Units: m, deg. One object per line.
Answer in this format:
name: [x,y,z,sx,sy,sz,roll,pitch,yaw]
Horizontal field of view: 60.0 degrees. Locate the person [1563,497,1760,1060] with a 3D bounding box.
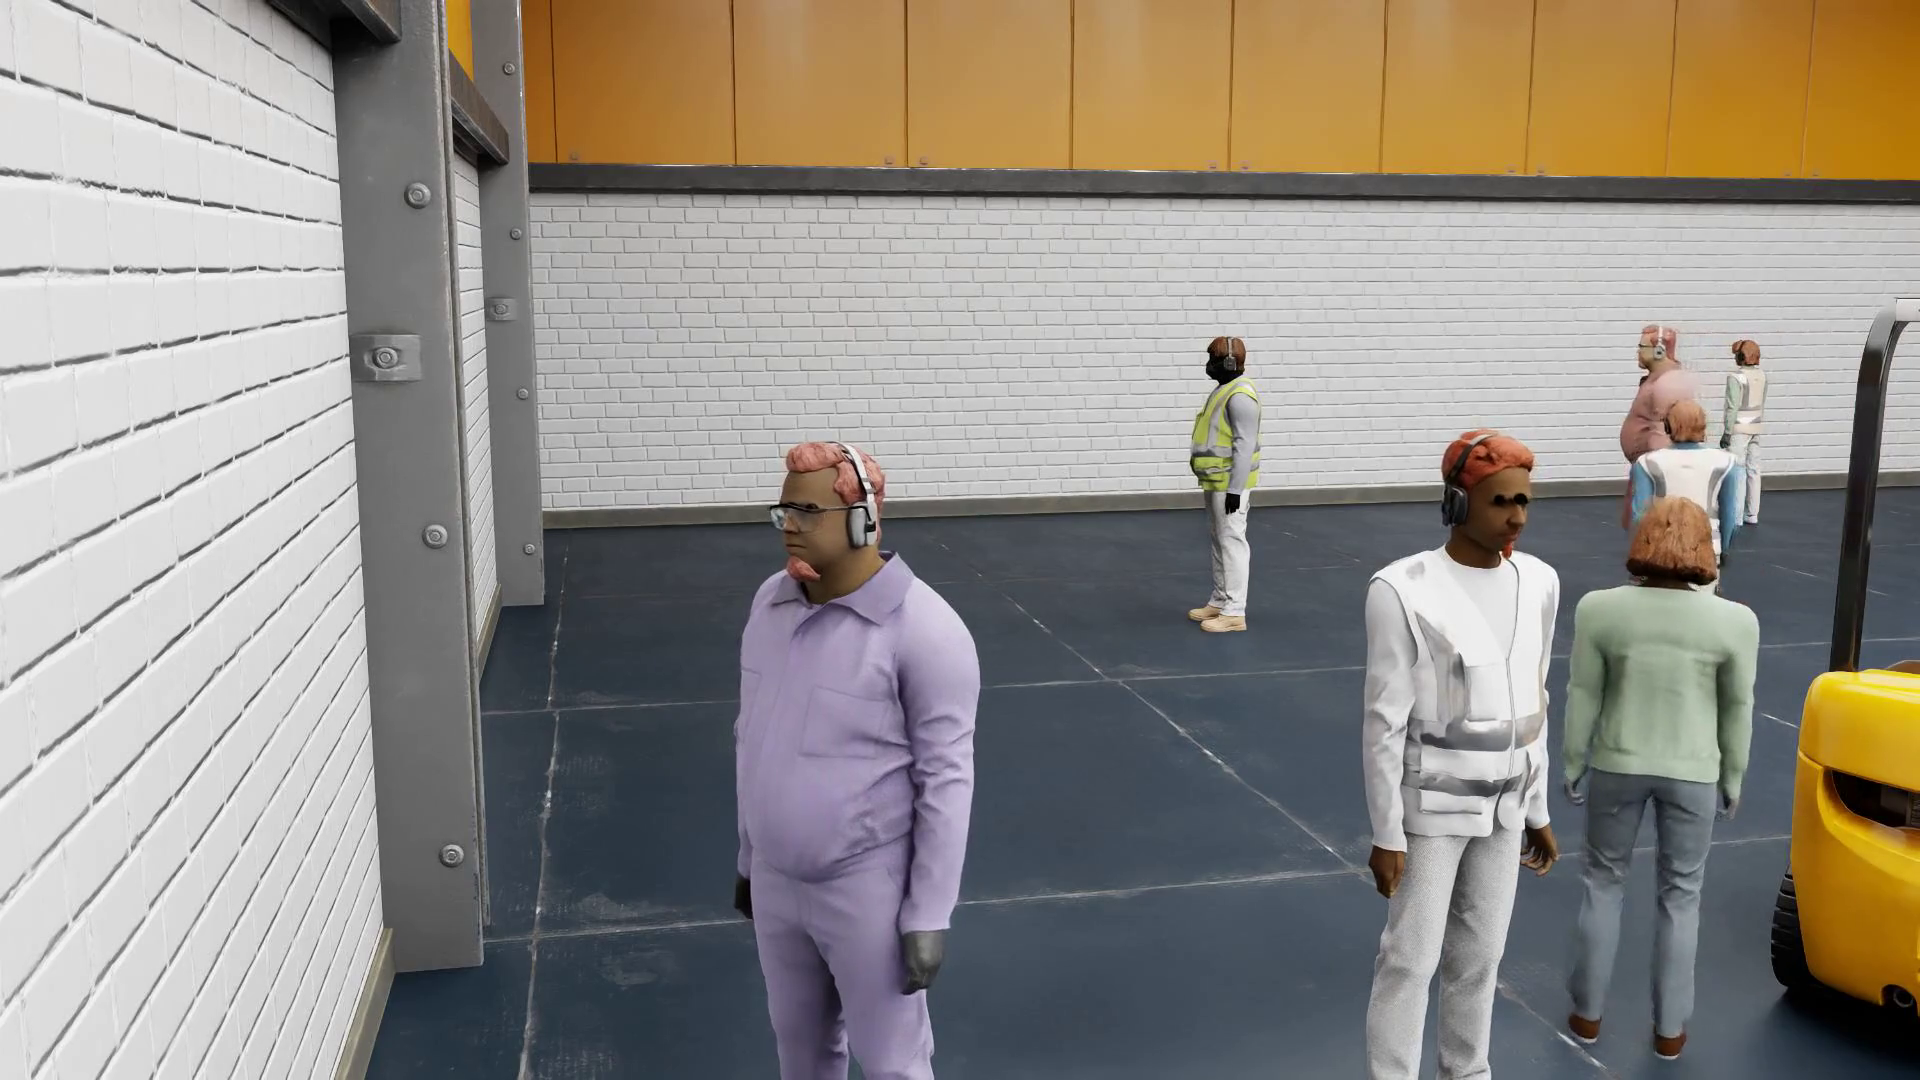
person: [2.007,0.684,4.816,0.501,1.615,0.324,5,10,26]

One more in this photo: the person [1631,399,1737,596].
person: [3.747,0.068,8.626,0.514,1.595,0.867,3,10,18]

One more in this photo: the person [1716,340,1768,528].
person: [6.846,-0.927,14.551,0.523,1.638,0.310,-6,11,-32]

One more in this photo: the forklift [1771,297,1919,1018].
forklift: [3.542,0.334,5.177,2.313,2.155,1.214,-9,13,-43]

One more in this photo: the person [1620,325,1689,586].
person: [4.587,-0.468,10.961,0.515,1.894,0.663,4,10,22]

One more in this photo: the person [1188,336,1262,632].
person: [1.654,-0.353,10.432,0.429,1.843,0.633,-1,9,-4]

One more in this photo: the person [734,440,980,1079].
person: [-0.276,0.736,3.598,0.636,1.911,0.404,8,12,40]

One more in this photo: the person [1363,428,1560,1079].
person: [1.226,0.672,4.058,0.575,1.885,0.355,-5,11,-28]
